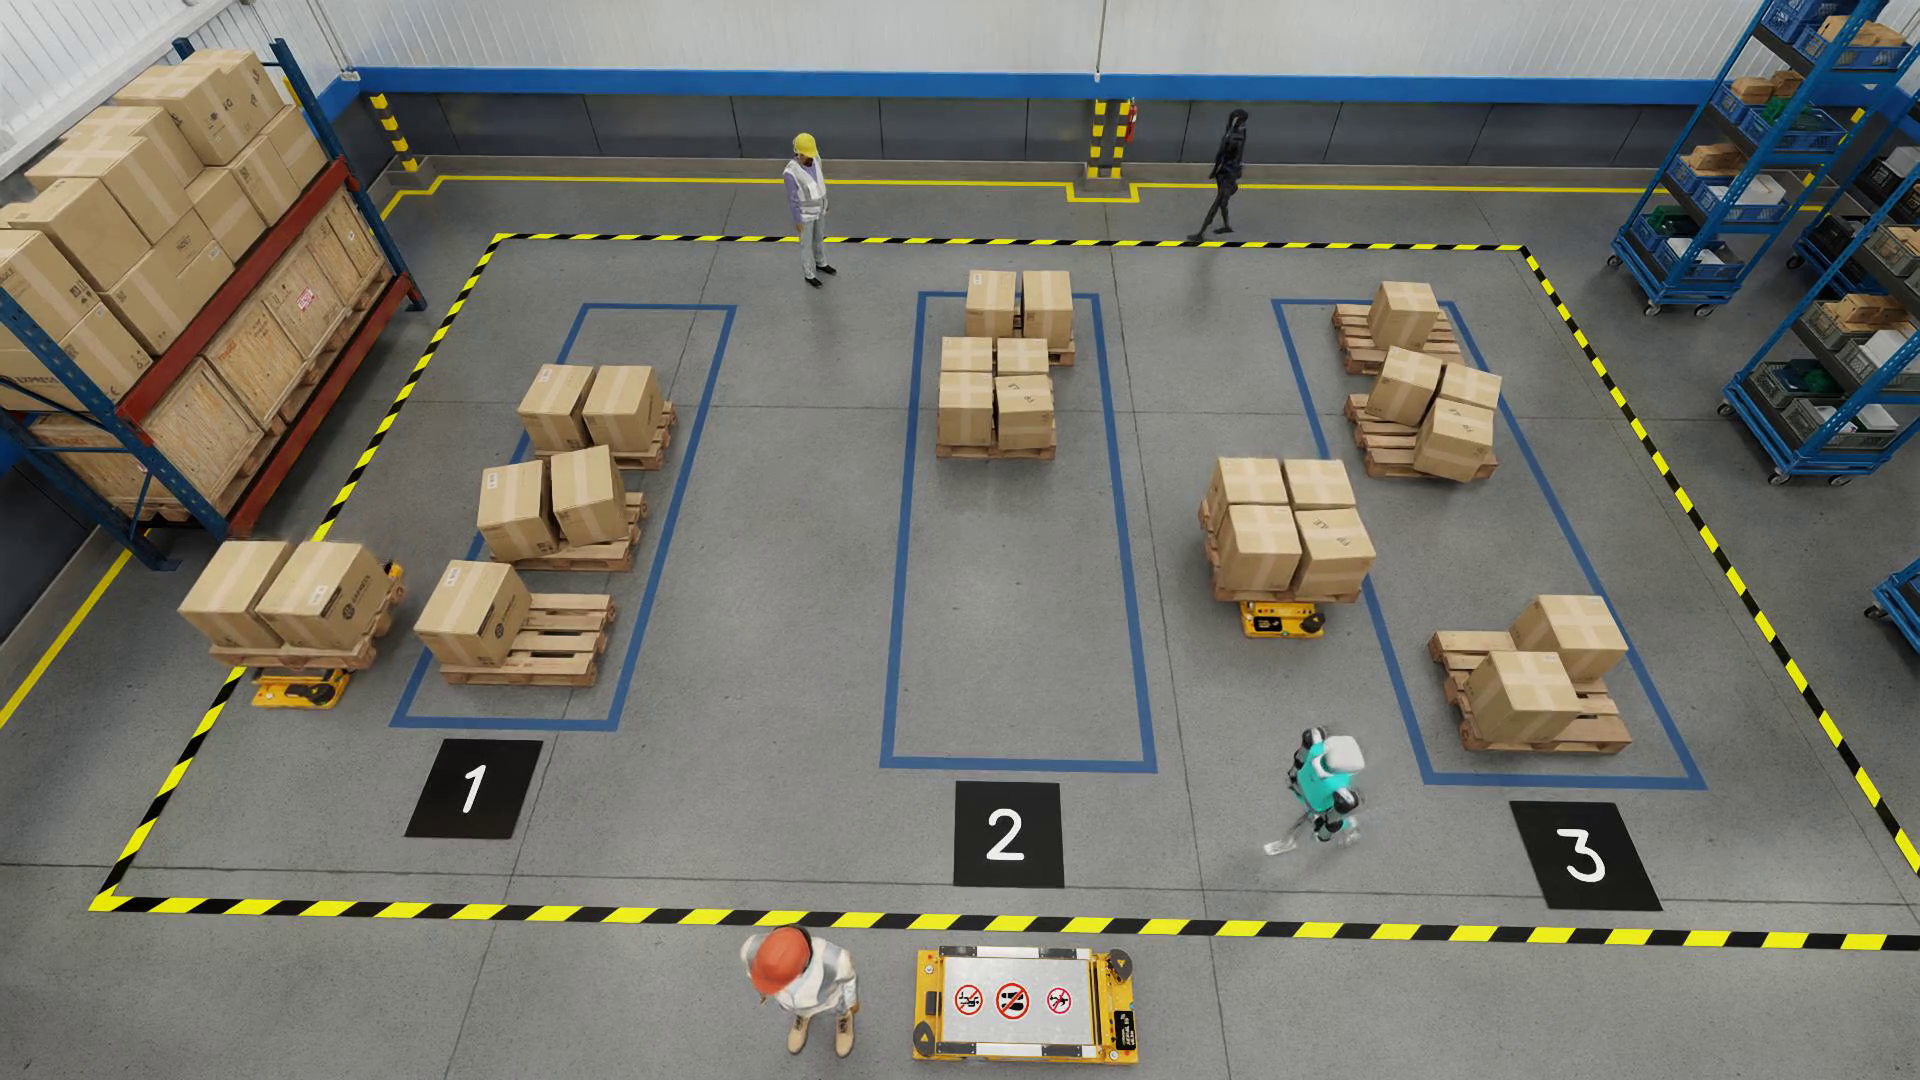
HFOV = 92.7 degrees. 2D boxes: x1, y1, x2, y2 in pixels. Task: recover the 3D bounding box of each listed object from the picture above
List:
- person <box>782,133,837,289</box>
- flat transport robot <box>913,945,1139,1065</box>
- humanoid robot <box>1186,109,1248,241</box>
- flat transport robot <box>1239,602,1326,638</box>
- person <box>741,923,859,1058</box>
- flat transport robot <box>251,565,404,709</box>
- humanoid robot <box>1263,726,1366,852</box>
[{"bbox_3d":[-1.718,-3.808,10.587,0.404,1.822,0.586,25,55,19],"label":"person"},{"bbox_3d":[0.422,3.041,6.007,1.431,0.231,0.659,1,51,1],"label":"flat transport robot"},{"bbox_3d":[3.206,-4.452,11.217,0.707,1.633,0.596,-8,51,-6],"label":"humanoid robot"},{"bbox_3d":[2.804,0.233,8.278,0.652,0.197,1.431,1,51,1],"label":"flat transport robot"},{"bbox_3d":[-0.872,2.594,5.231,0.608,2.037,0.395,6,51,4],"label":"person"},{"bbox_3d":[-5.412,0.764,7.845,0.652,0.197,1.431,1,51,1],"label":"flat transport robot"},{"bbox_3d":[2.540,1.724,6.141,0.823,1.798,0.543,-11,52,-9],"label":"humanoid robot"}]
